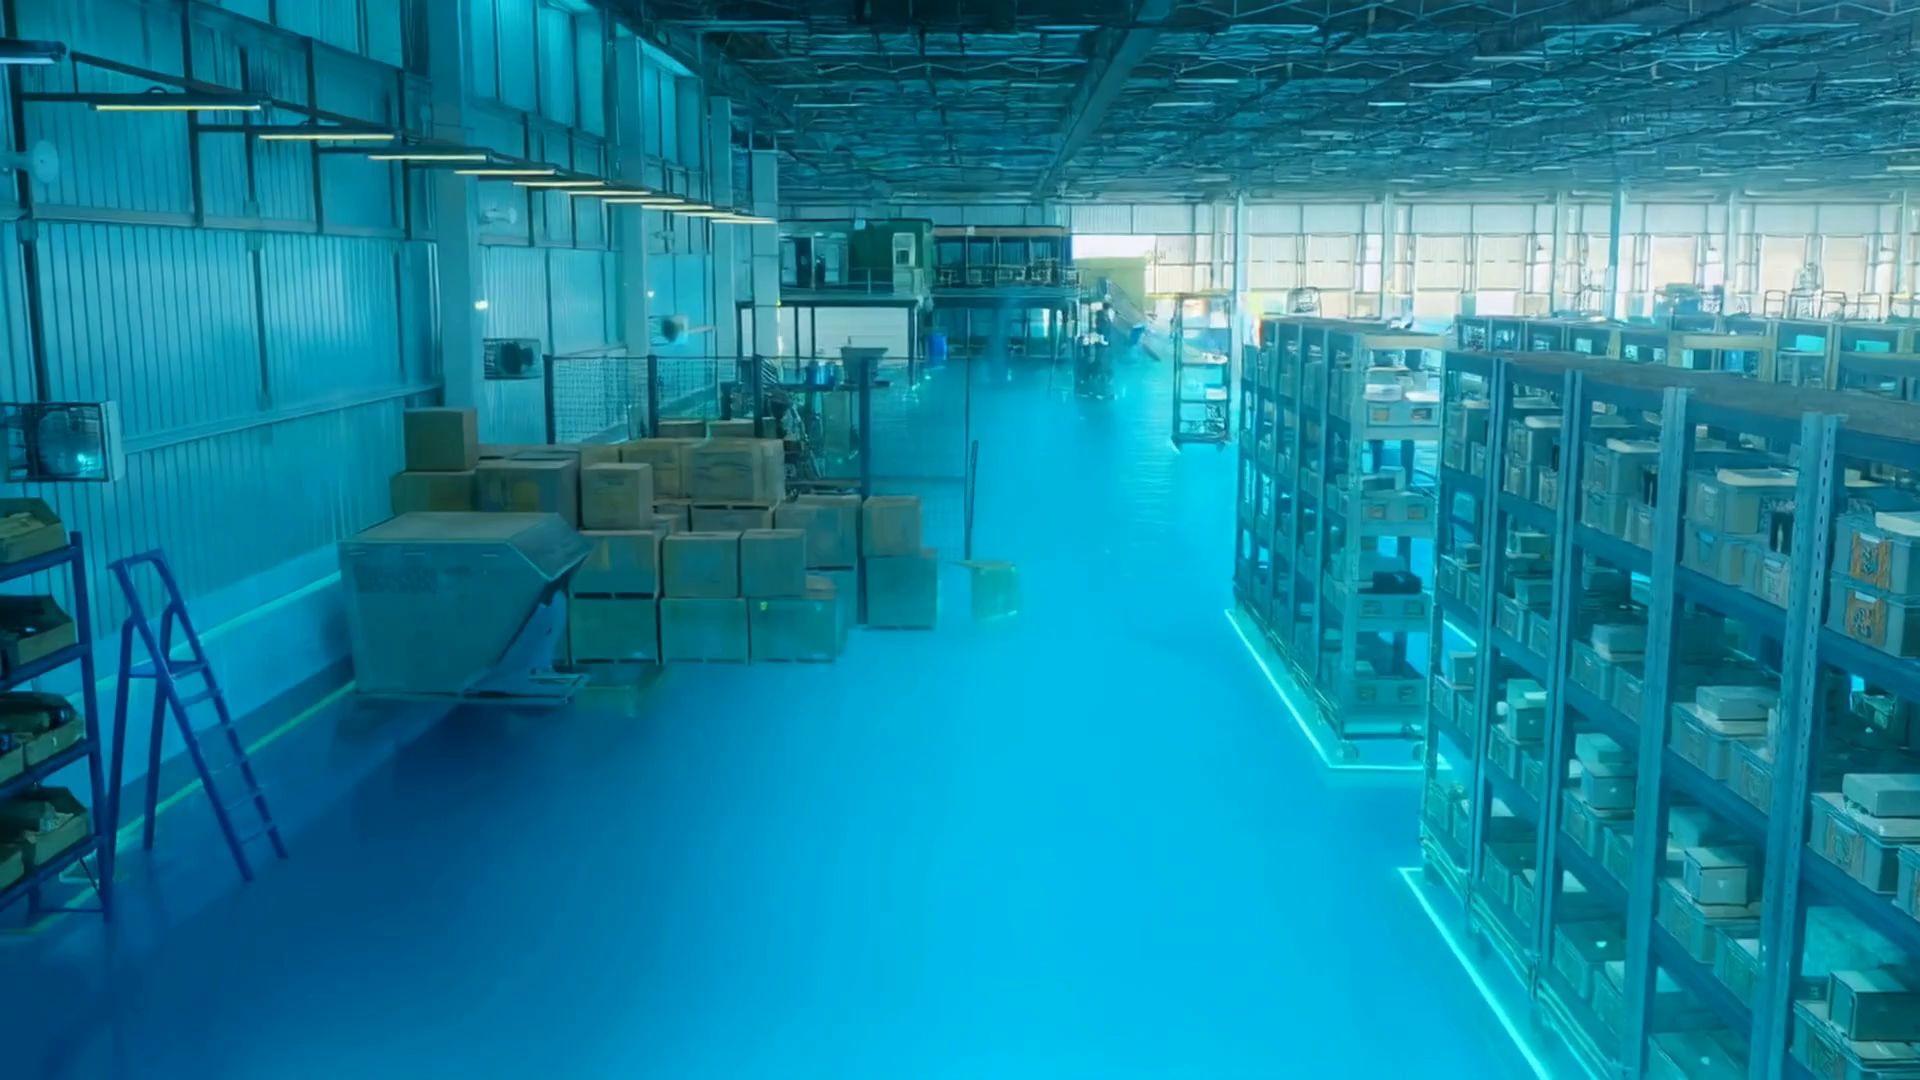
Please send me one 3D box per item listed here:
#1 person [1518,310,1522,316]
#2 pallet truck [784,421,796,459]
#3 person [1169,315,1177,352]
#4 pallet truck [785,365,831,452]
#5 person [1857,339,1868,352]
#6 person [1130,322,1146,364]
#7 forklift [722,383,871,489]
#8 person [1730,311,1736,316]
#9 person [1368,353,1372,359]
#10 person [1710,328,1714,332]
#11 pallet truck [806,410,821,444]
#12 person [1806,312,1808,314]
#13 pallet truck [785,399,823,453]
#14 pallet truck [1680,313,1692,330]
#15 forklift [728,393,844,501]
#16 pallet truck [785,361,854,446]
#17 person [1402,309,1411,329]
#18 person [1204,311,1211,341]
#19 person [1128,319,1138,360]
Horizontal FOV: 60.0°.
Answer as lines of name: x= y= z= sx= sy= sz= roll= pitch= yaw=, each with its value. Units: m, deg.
person: x=32.402 y=-12.387 z=96.170 sx=0.414 sy=1.846 sz=0.524 roll=0 pitch=9 yaw=-1
pallet truck: x=-4.013 y=-1.793 z=32.705 sx=1.601 sy=1.201 sz=0.680 roll=0 pitch=9 yaw=1
person: x=10.841 y=-10.434 z=83.995 sx=0.578 sy=1.882 sz=0.346 roll=-3 pitch=10 yaw=-18
pallet truck: x=-3.774 y=-2.976 z=37.635 sx=1.885 sy=1.965 sz=0.823 roll=1 pitch=9 yaw=5
person: x=31.630 y=-6.257 z=58.248 sx=1.012 sy=1.892 sz=0.545 roll=5 pitch=10 yaw=26
person: x=7.791 y=-8.641 z=73.012 sx=0.597 sy=1.867 sz=1.021 roll=6 pitch=11 yaw=35
forklift: x=-2.893 y=-1.687 z=28.729 sx=2.680 sy=1.987 sz=1.157 roll=0 pitch=9 yaw=-1
person: x=40.623 y=-11.048 z=87.297 sx=0.942 sy=2.000 sz=0.702 roll=0 pitch=9 yaw=1
person: x=13.005 y=-5.235 z=52.120 sx=0.404 sy=1.824 sz=0.596 roll=-2 pitch=9 yaw=-13
person: x=33.340 y=-8.812 z=73.867 sx=0.381 sy=1.934 sz=0.545 roll=4 pitch=10 yaw=23
pallet truck: x=-3.559 y=-2.018 z=33.905 sx=1.522 sy=1.261 sz=0.704 roll=0 pitch=9 yaw=-1
person: x=44.837 y=-11.141 z=88.222 sx=0.366 sy=1.932 sz=0.629 roll=2 pitch=9 yaw=13
pallet truck: x=-3.814 y=-2.432 z=36.419 sx=1.630 sy=1.274 sz=0.653 roll=0 pitch=9 yaw=1
pallet truck: x=36.315 y=-10.531 z=84.244 sx=0.823 sy=1.965 sz=1.885 roll=-6 pitch=11 yaw=-33
forklift: x=-2.979 y=-1.316 z=26.476 sx=2.680 sy=1.987 sz=1.157 roll=0 pitch=9 yaw=1
pallet truck: x=-3.410 y=-3.193 z=38.978 sx=1.885 sy=1.965 sz=0.823 roll=0 pitch=9 yaw=-1
person: x=25.287 y=-12.132 z=94.369 sx=0.585 sy=1.918 sz=0.395 roll=-6 pitch=11 yaw=-31
person: x=14.401 y=-12.517 z=96.841 sx=0.589 sy=1.878 sz=0.904 roll=-6 pitch=11 yaw=-33
person: x=8.006 y=-9.213 z=76.483 sx=0.519 sy=1.866 sz=0.593 roll=-7 pitch=12 yaw=-38
